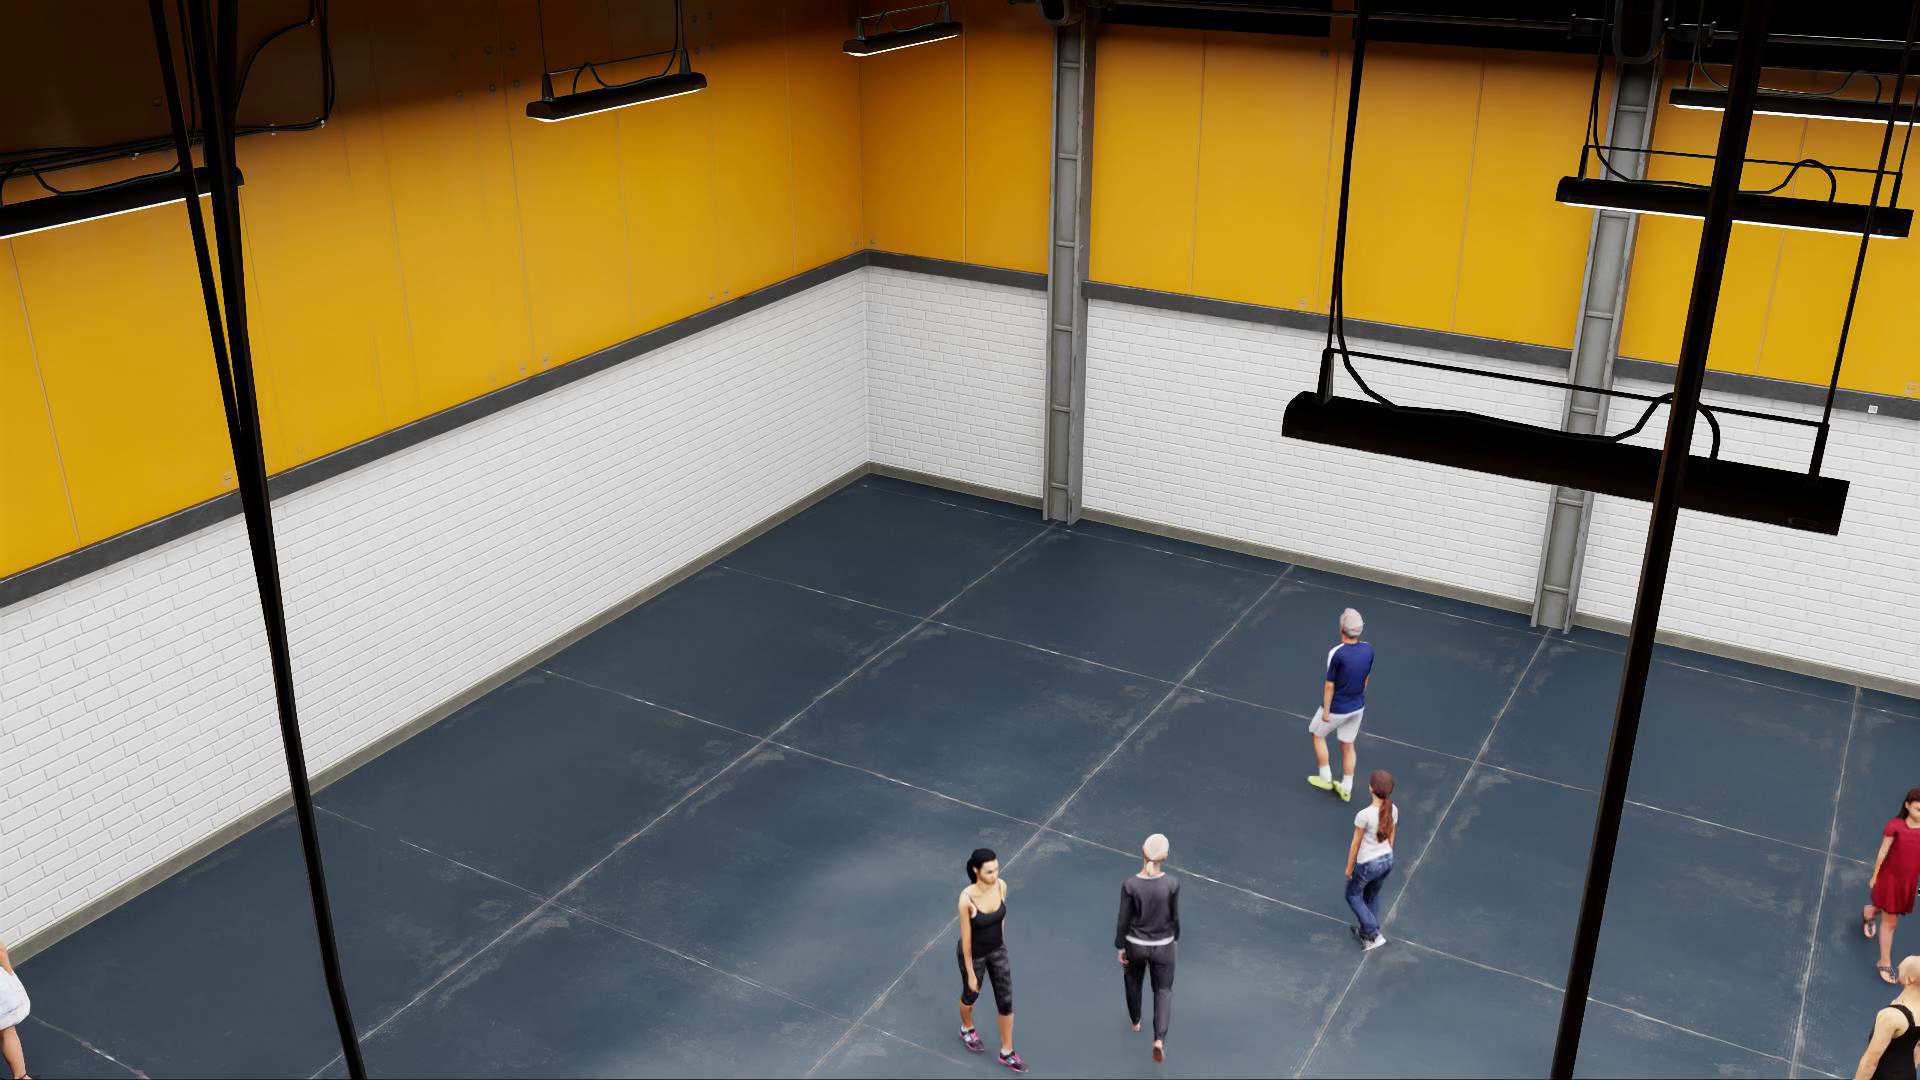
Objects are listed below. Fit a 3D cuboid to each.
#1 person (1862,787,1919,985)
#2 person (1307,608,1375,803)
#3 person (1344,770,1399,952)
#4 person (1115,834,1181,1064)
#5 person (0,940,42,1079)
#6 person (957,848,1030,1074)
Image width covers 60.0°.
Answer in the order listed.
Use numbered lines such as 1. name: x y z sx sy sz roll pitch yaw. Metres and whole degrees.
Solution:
1. person: 7.114 2.524 12.642 1.023 1.526 0.877 2 24 5
2. person: 3.416 1.495 14.624 0.786 1.822 0.829 -10 26 -22
3. person: 3.181 2.492 12.691 0.749 1.545 0.831 -10 25 -21
4. person: 1.337 2.867 11.637 0.997 1.702 0.941 0 24 1
5. person: -6.596 2.996 11.197 0.837 1.818 0.909 -1 24 -3
6. person: 0.090 2.863 11.640 0.819 1.707 0.983 -14 27 -28
